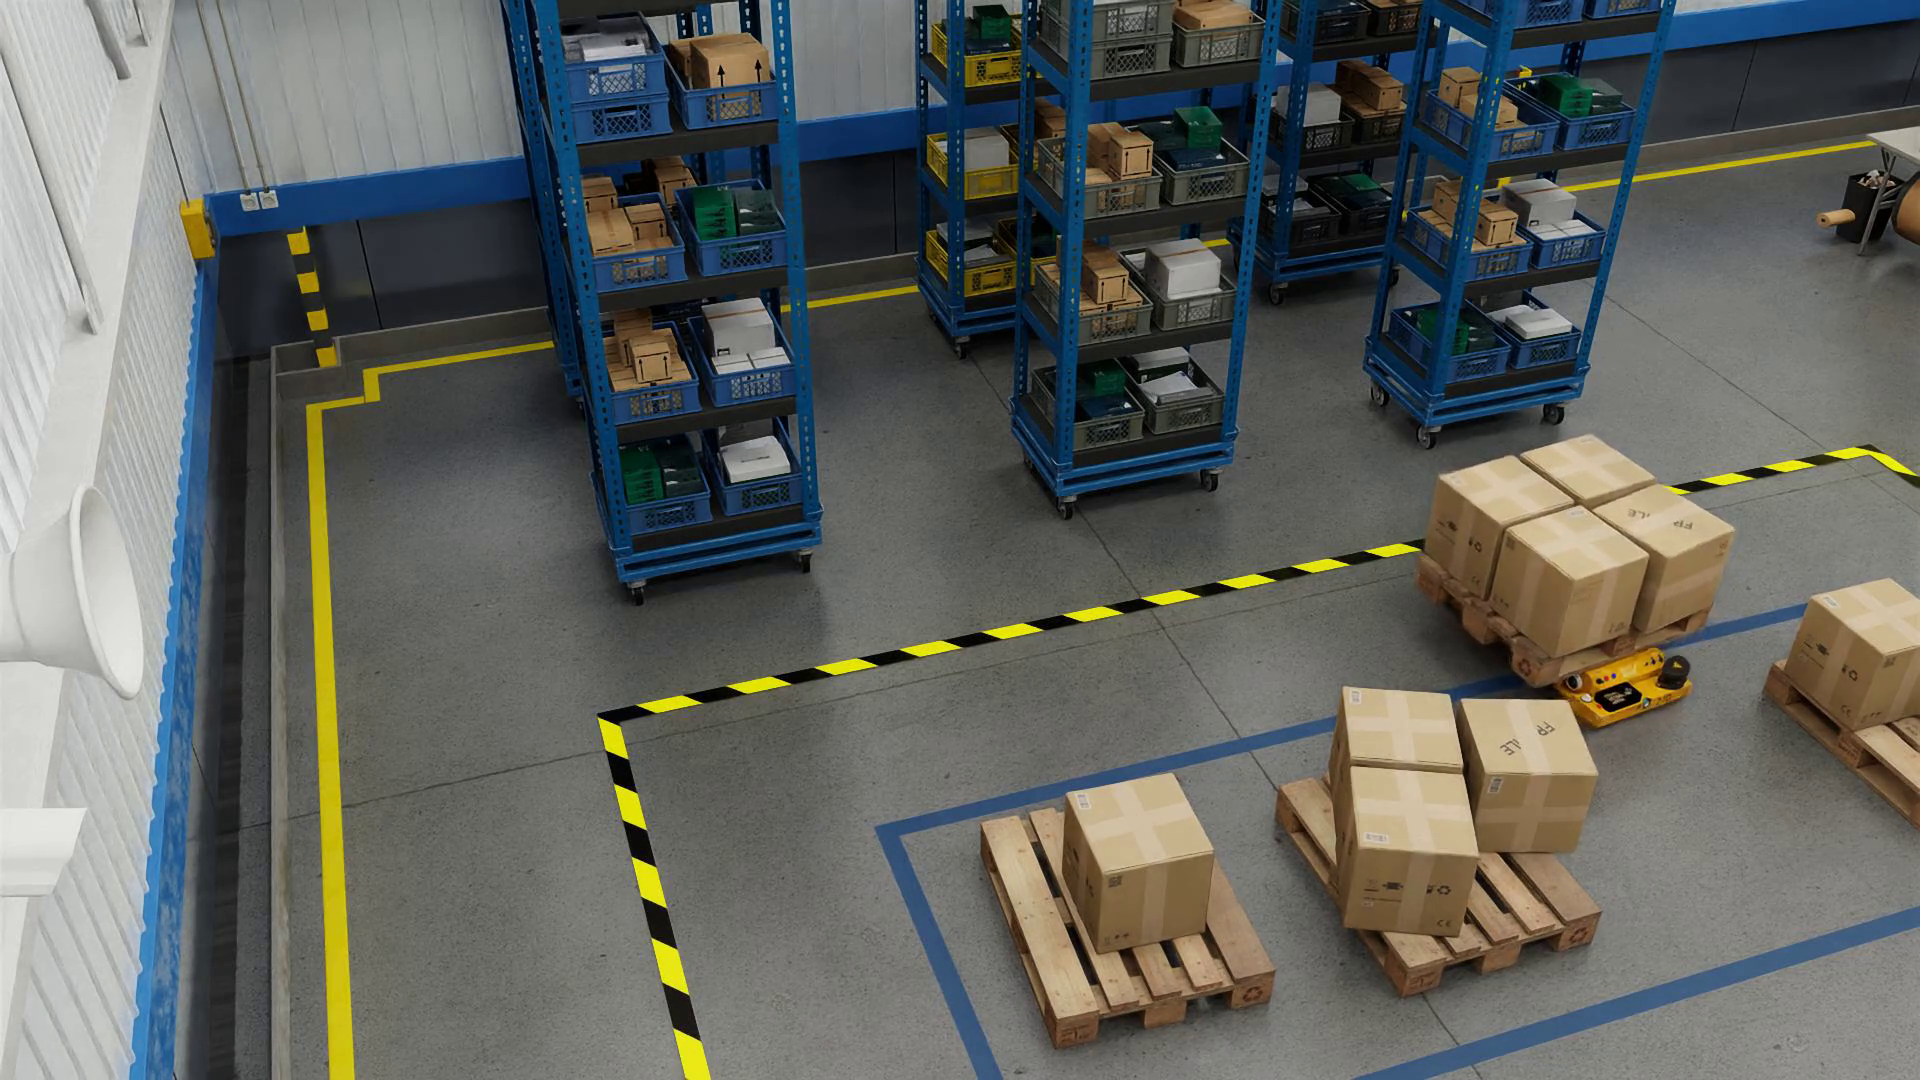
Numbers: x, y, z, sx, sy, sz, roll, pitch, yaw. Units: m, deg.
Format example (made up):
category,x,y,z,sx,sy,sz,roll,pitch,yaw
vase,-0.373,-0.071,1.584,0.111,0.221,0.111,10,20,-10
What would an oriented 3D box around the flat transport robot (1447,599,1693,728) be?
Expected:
category,x,y,z,sx,sy,sz,roll,pitch,yaw
flat transport robot,3.355,0.470,9.364,0.652,0.197,1.431,-15,38,-21
